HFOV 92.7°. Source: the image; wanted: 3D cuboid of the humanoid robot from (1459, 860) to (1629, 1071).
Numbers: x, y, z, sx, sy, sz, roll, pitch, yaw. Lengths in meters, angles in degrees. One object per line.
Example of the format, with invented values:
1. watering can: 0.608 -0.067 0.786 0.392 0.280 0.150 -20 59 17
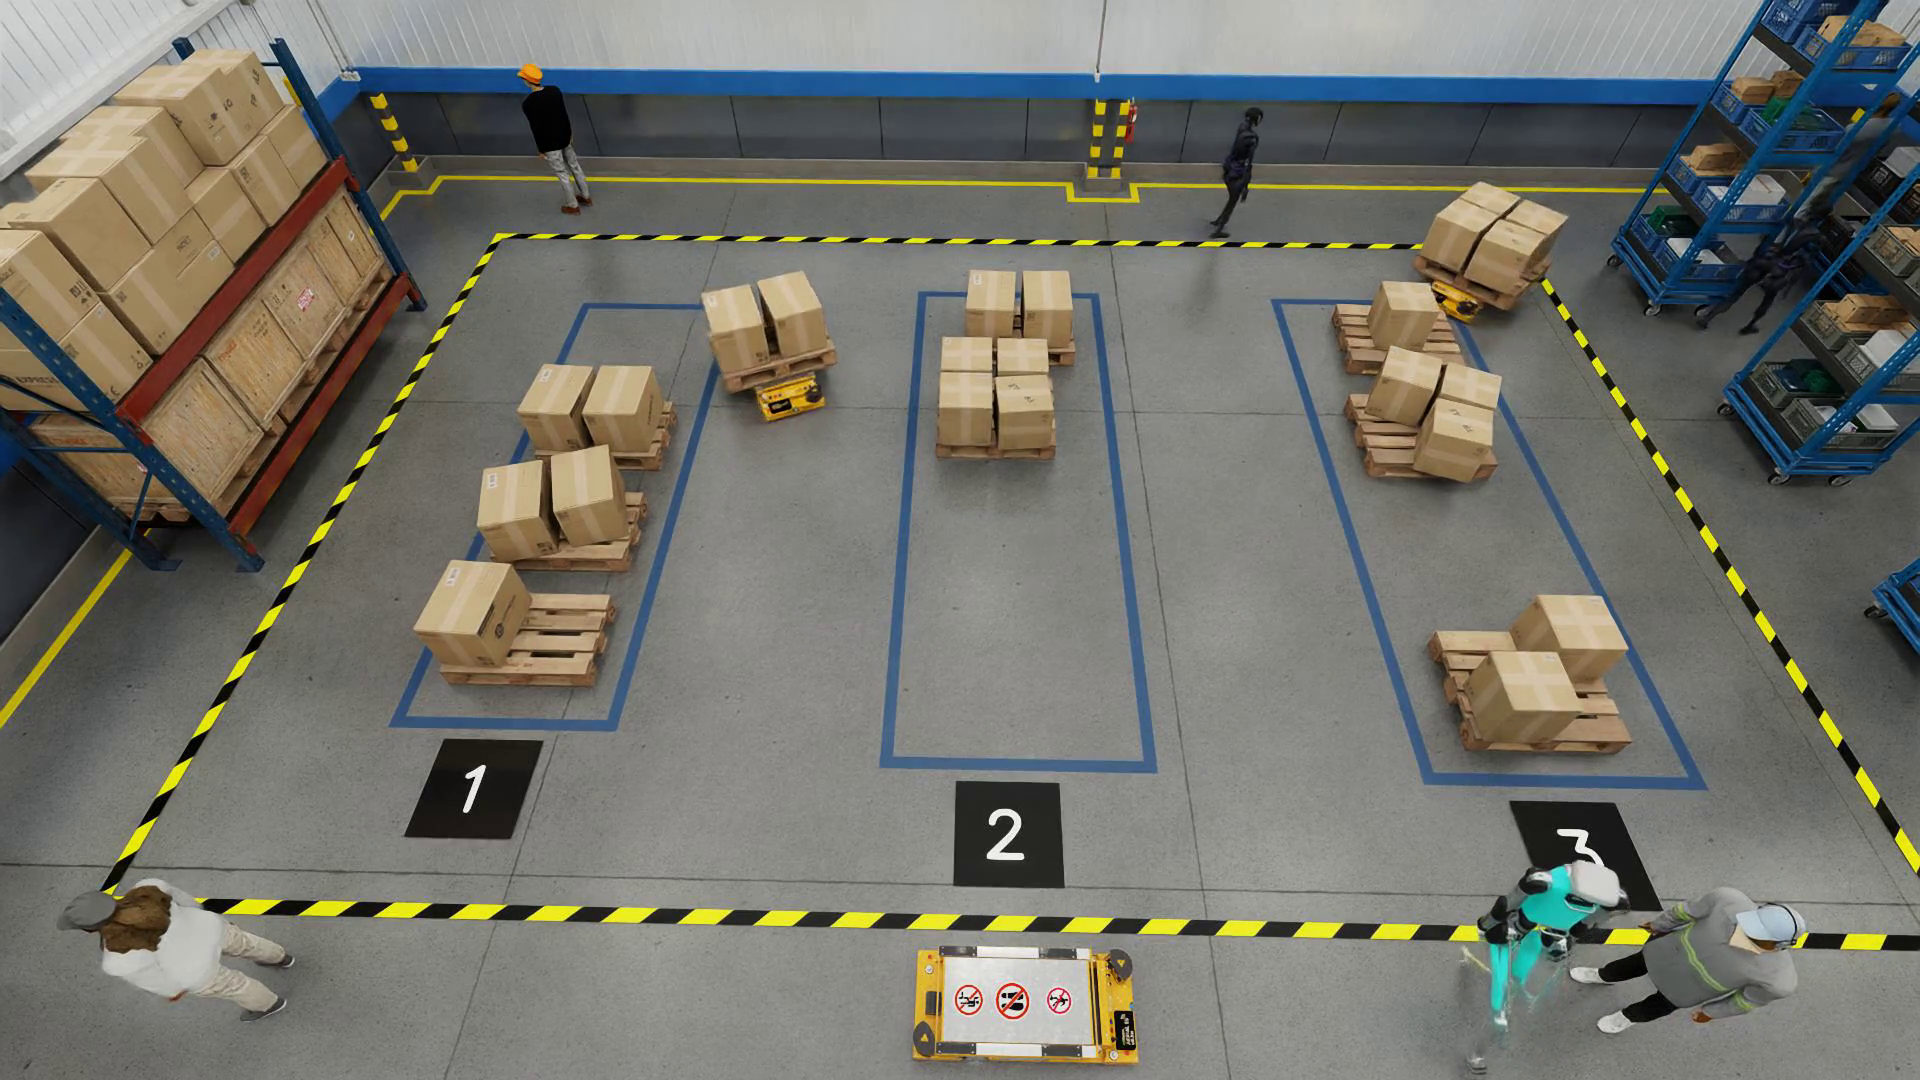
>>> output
1. humanoid robot: 3.381 2.625 5.421 0.538 1.772 0.967 10 51 8

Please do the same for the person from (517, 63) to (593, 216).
1. person: -5.095 -5.020 11.537 0.362 1.884 0.586 22 54 17

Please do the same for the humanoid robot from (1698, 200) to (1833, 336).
1. humanoid robot: 8.852 -2.948 10.012 0.654 1.640 0.586 -18 53 -14

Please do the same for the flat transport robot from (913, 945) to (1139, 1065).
1. flat transport robot: 0.422 3.041 6.007 1.431 0.231 0.659 1 51 1

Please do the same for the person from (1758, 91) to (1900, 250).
1. person: 10.482 -4.385 10.989 0.633 1.933 0.372 -2 51 -2

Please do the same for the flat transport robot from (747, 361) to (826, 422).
1. flat transport robot: -2.007 -1.900 10.017 0.652 0.197 1.431 -19 53 -15

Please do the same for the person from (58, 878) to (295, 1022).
1. person: -4.625 2.466 5.506 0.396 1.770 0.563 -8 51 -7

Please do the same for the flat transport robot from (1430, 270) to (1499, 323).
1. flat transport robot: 6.171 -3.136 11.024 1.431 0.197 0.652 -37 60 -26

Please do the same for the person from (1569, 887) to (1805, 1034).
1. person: 4.283 2.517 5.412 0.398 1.850 0.595 -6 51 -5

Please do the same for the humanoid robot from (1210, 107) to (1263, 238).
1. humanoid robot: 3.392 -4.475 11.225 0.361 1.643 0.612 -7 51 -6
